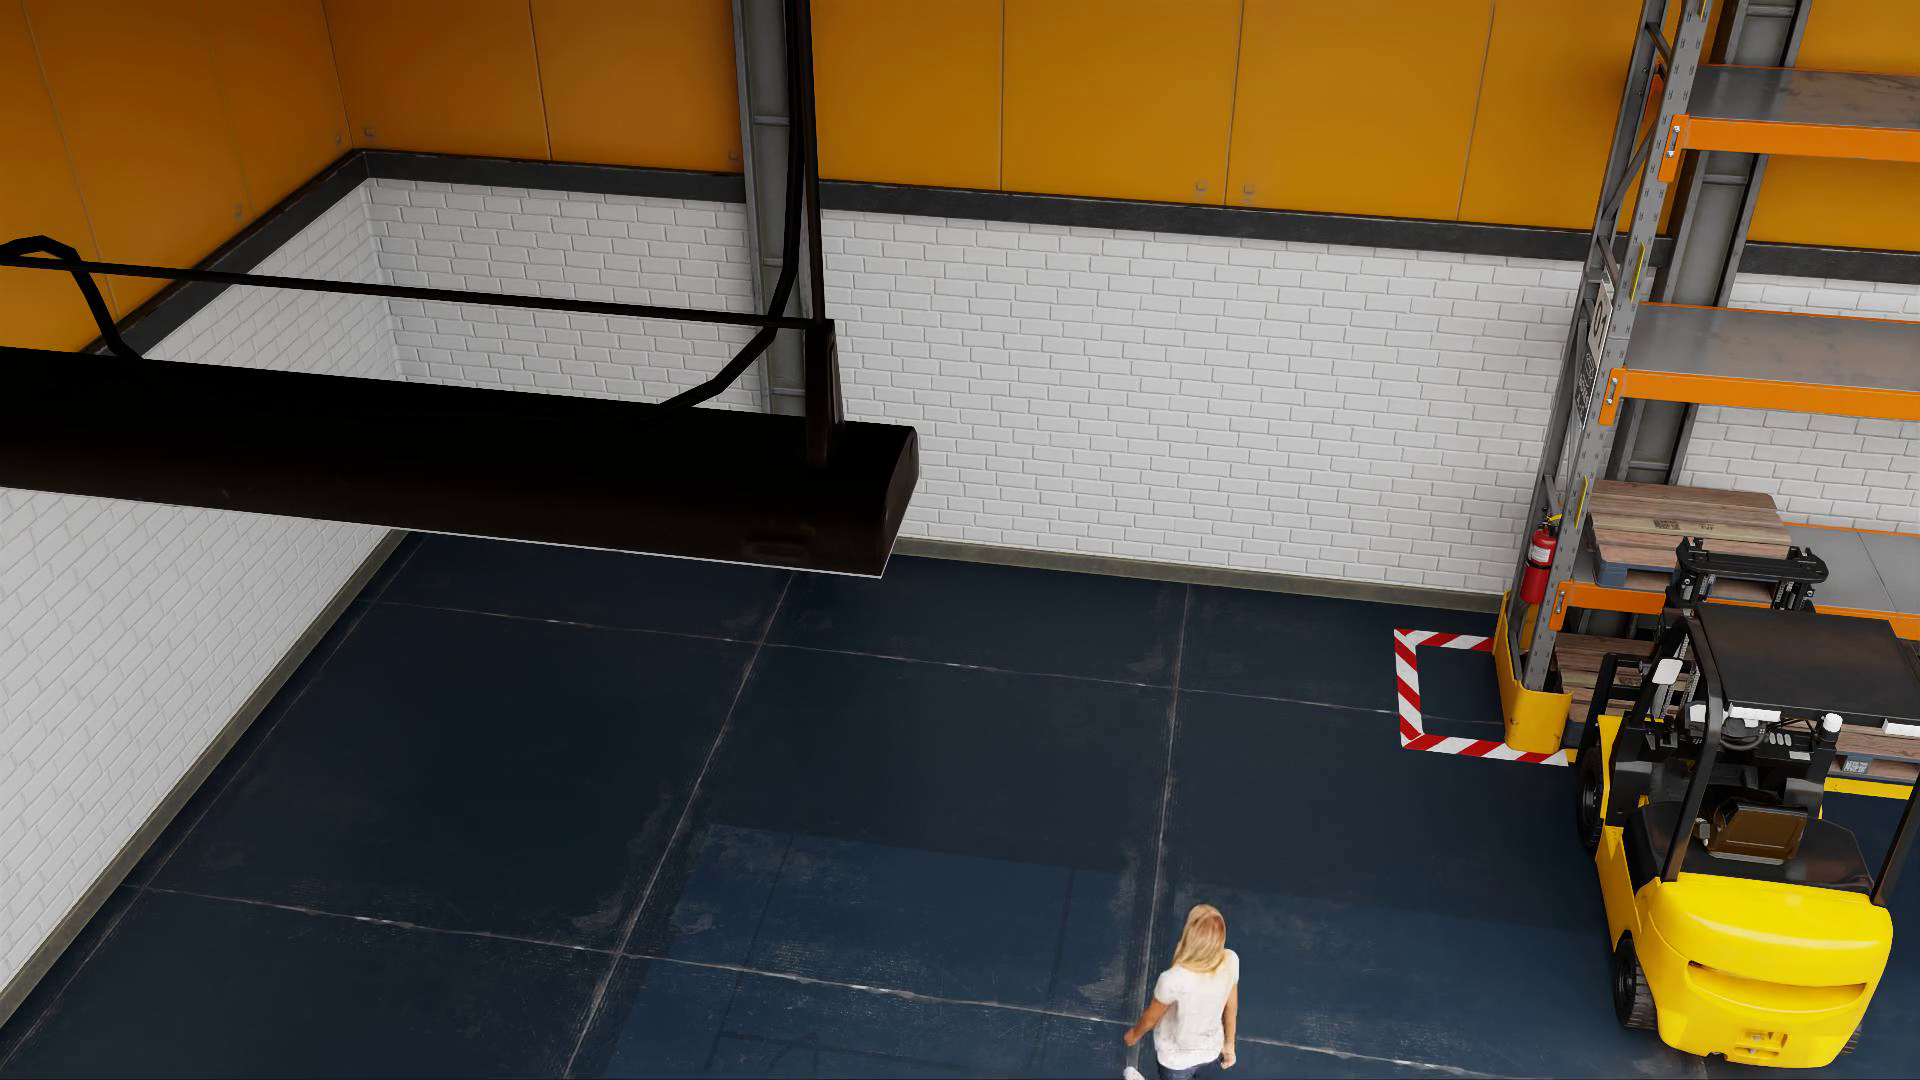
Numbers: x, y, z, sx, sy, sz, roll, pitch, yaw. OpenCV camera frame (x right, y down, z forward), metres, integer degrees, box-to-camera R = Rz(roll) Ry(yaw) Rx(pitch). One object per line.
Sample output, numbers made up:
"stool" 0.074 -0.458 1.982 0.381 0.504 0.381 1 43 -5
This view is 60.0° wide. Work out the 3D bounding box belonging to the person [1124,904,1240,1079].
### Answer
"person" 1.133 2.497 7.830 1.094 1.757 1.127 -20 38 -27
